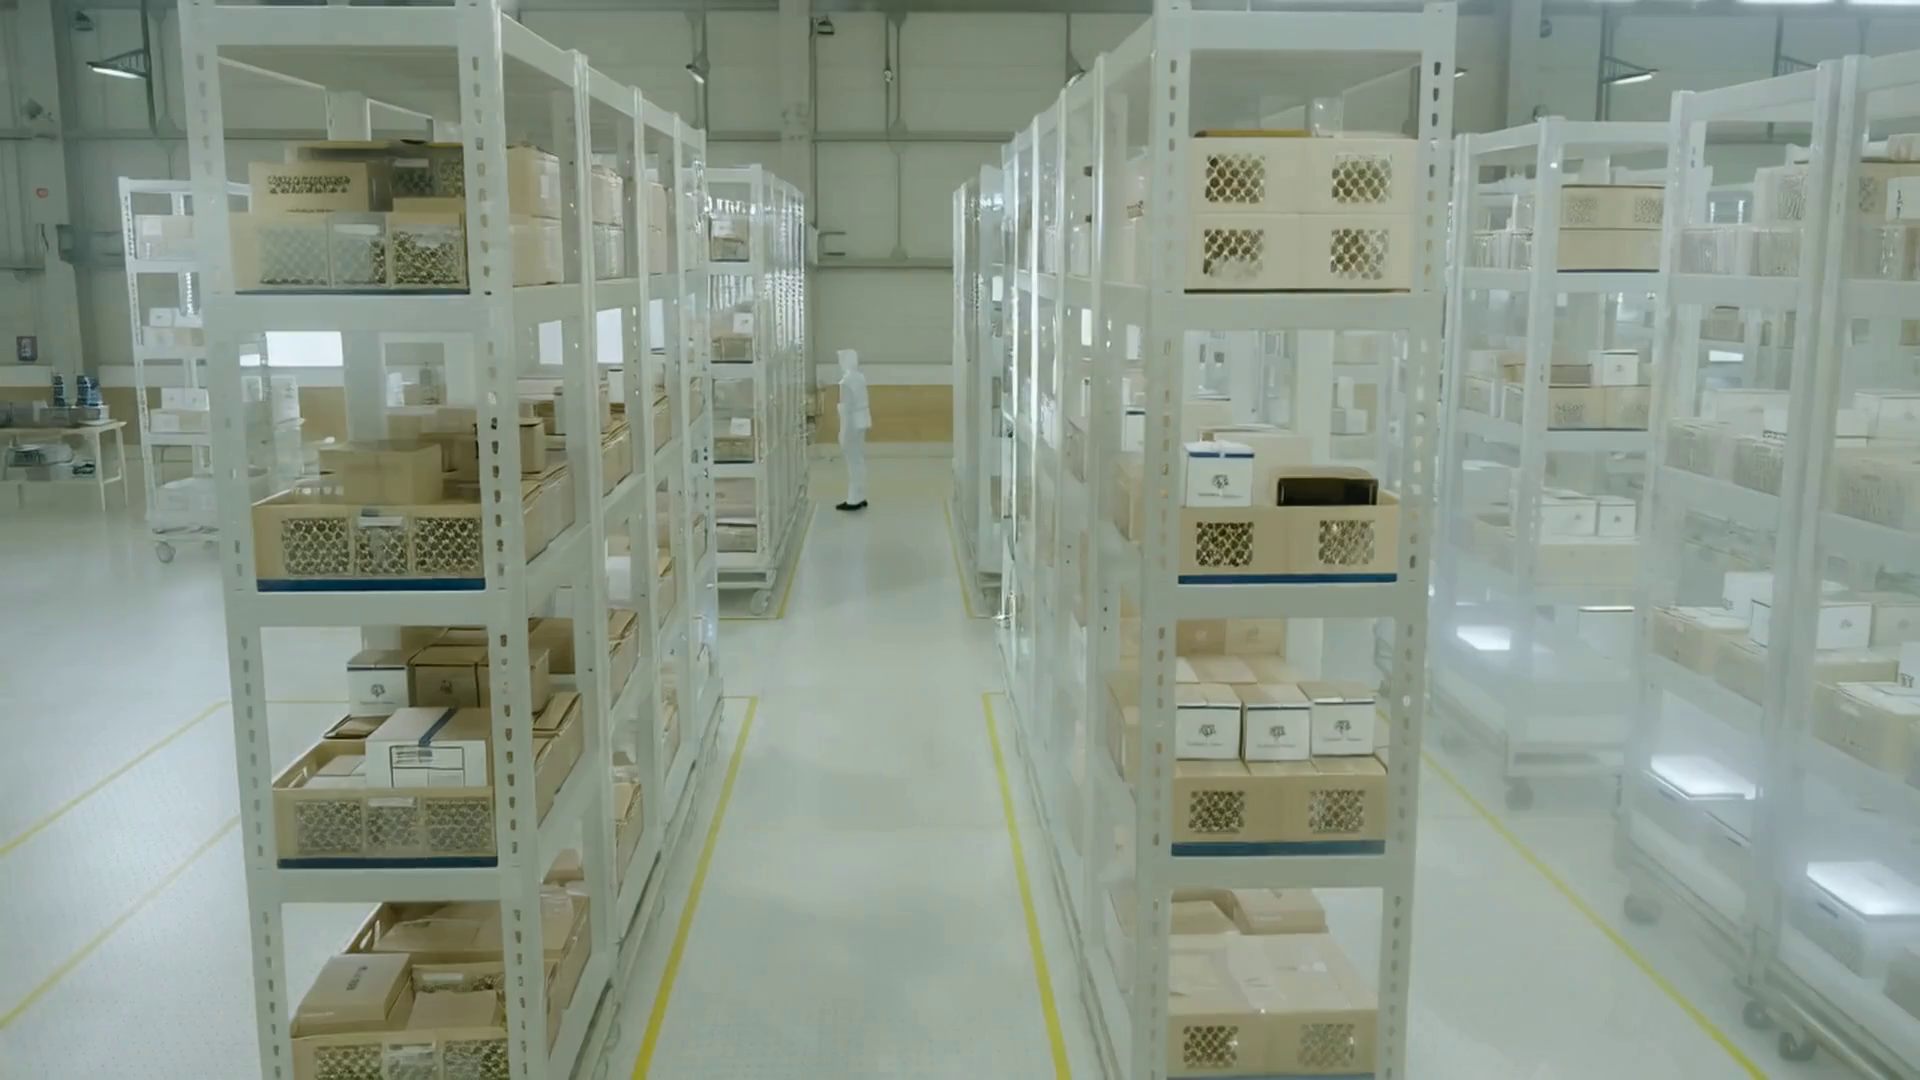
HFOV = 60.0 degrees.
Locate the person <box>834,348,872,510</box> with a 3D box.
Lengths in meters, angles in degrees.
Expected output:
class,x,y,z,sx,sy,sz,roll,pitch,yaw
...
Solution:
class,x,y,z,sx,sy,sz,roll,pitch,yaw
person,-1.213,-1.263,18.970,0.389,1.837,0.560,3,11,19
